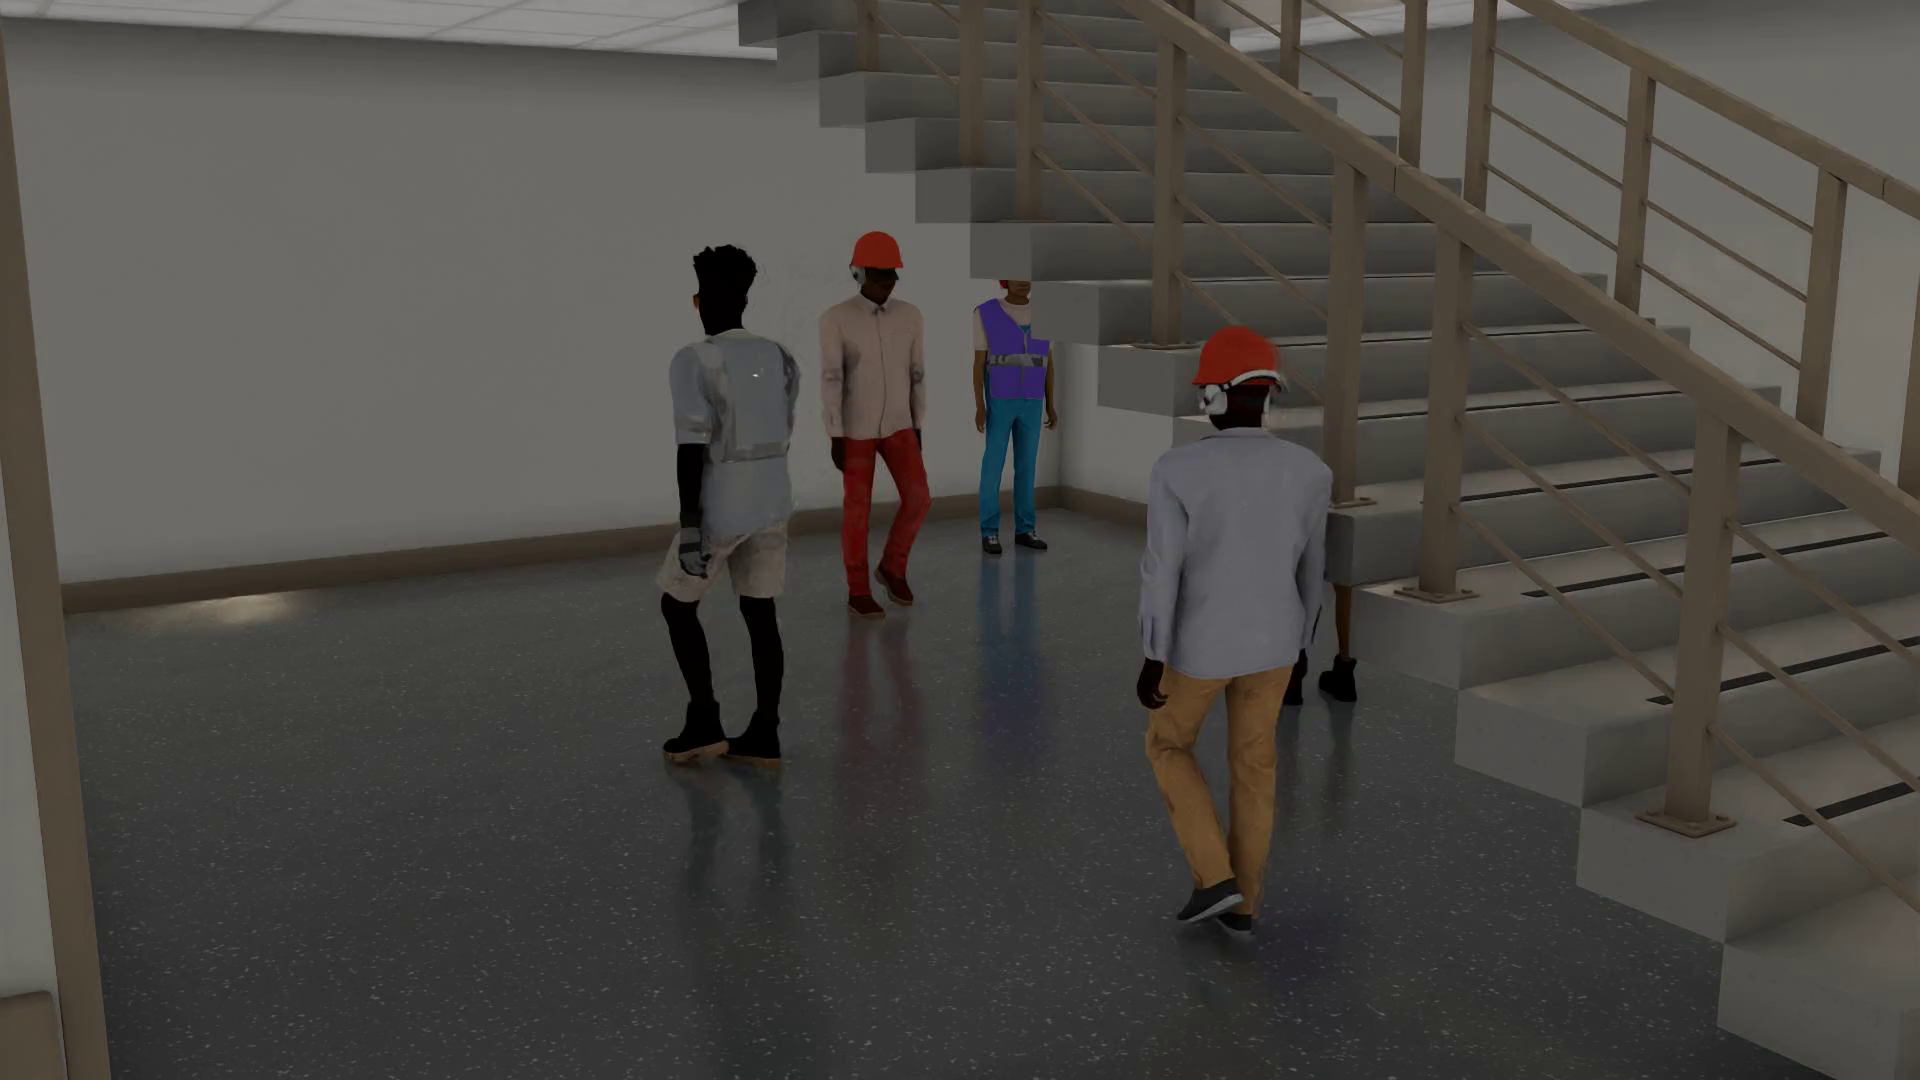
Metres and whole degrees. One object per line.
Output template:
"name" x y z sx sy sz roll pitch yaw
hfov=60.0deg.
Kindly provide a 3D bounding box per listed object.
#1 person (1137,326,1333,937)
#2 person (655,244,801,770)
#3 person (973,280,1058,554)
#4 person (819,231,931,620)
"person" 0.752 0.271 4.697 0.591 1.737 0.372 -4 11 -18
"person" -0.875 -0.115 6.194 0.589 1.942 0.626 9 14 39
"person" 0.337 -0.849 10.320 0.564 1.846 0.391 -5 12 -24
"person" -0.428 -0.568 8.487 0.616 1.981 0.460 -6 12 -27
